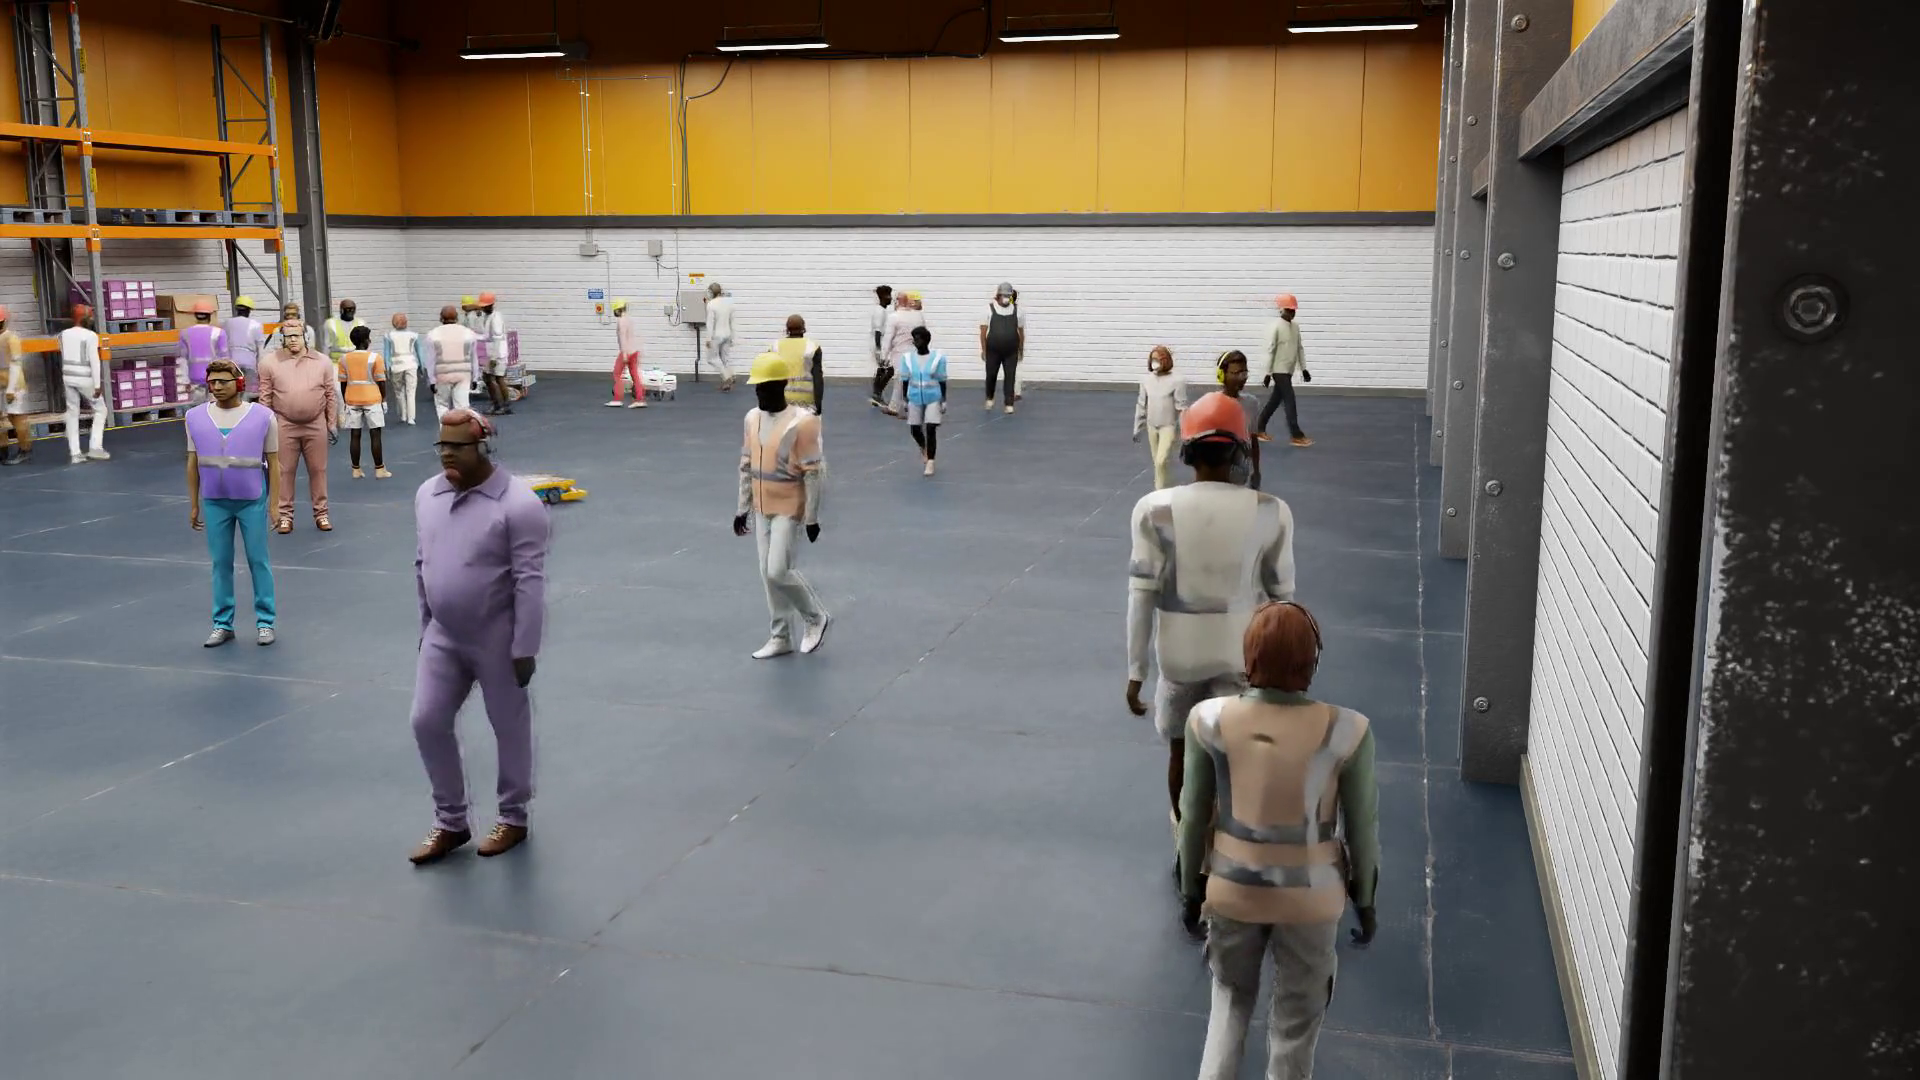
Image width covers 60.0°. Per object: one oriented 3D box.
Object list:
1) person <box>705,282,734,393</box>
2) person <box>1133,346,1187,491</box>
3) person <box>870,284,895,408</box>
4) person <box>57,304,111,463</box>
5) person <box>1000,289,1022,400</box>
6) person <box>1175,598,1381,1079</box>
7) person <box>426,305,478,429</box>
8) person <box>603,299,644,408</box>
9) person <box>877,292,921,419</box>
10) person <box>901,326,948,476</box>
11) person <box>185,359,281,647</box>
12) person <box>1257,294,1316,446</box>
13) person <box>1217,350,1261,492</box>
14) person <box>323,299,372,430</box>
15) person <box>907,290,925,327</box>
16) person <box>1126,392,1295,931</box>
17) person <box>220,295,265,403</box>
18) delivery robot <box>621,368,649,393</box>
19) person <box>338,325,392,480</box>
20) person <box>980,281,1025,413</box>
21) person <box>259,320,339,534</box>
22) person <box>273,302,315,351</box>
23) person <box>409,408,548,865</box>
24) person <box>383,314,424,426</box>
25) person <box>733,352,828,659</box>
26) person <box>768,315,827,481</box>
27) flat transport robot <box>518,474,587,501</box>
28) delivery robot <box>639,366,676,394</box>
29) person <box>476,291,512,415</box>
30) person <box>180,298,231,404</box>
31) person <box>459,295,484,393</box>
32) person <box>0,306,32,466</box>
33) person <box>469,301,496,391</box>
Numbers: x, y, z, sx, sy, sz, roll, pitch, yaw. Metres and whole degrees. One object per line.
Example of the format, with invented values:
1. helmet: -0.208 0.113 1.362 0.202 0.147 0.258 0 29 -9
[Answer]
1. person: -4.190 -3.507 28.929 0.441 1.926 0.685 6 11 29
2. person: 1.847 -1.019 15.707 0.534 1.609 0.649 9 14 42
3. person: -1.215 -3.029 26.131 0.452 1.951 0.629 0 10 2
4. person: -10.419 -1.864 19.779 0.613 1.862 0.611 2 10 11
5. person: 0.811 -3.231 27.572 0.527 1.852 0.564 2 10 11
6. person: 0.847 0.969 4.445 0.531 1.629 0.363 5 11 24
7. person: -6.310 -2.002 20.692 0.642 1.823 0.494 -5 11 -24
8. person: -5.334 -2.936 26.251 0.740 1.714 0.539 2 10 11
9. person: -0.958 -2.729 24.693 0.919 1.870 0.651 7 12 33
10. person: -0.384 -1.576 18.715 0.544 1.678 0.564 2 10 13
11. person: -4.640 -0.240 10.657 0.570 1.845 0.384 -1 10 -8
12. person: 4.181 -2.203 21.519 1.010 1.948 0.609 8 13 38
13. person: 1.859 -0.419 11.682 0.520 1.850 0.722 -5 11 -25
14. person: -8.499 -2.431 23.151 0.637 1.813 0.749 -5 11 -27
15. person: -0.752 -3.221 27.566 0.404 1.836 0.599 5 11 25
16. person: 0.972 0.426 6.458 0.633 1.989 1.050 2 10 9
17. person: -9.916 -2.428 22.909 0.626 1.899 0.711 0 10 -1
18. delivery robot: -5.514 -2.738 28.194 0.477 0.478 0.707 4 11 20
19. person: -6.518 -1.496 18.203 0.529 1.694 0.321 1 10 4
20. person: 0.660 -2.966 25.546 0.694 2.000 0.587 -1 10 -8
21. person: -5.886 -1.009 14.843 0.651 1.906 0.402 -5 11 -26
22. person: -8.634 -2.166 21.602 0.512 1.825 0.585 -2 10 -12
23. person: -2.040 0.411 6.833 0.673 1.887 0.657 4 11 20
24. person: -7.980 -2.445 23.894 0.543 1.577 0.909 -4 11 -19
25. person: -1.121 -0.203 10.267 0.422 1.908 0.593 -10 14 -43
26. person: -1.755 -1.520 17.991 0.645 1.815 0.622 2 10 12
27. flat transport robot: -4.467 -0.469 16.415 0.652 0.197 1.431 8 13 38
28. delivery robot: -5.046 -2.645 27.669 0.707 0.478 0.477 9 13 41
29. person: -7.016 -2.801 25.040 0.578 1.886 0.583 -8 13 -38
30. person: -9.193 -1.986 20.333 0.555 1.916 0.433 -1 10 -4
31. person: -8.505 -3.393 28.869 0.364 1.720 0.492 -4 11 -19
32. person: -11.102 -1.777 19.248 0.608 1.891 0.614 6 12 33
33. person: -8.434 -3.387 29.178 0.641 1.595 0.486 -5 11 -24
